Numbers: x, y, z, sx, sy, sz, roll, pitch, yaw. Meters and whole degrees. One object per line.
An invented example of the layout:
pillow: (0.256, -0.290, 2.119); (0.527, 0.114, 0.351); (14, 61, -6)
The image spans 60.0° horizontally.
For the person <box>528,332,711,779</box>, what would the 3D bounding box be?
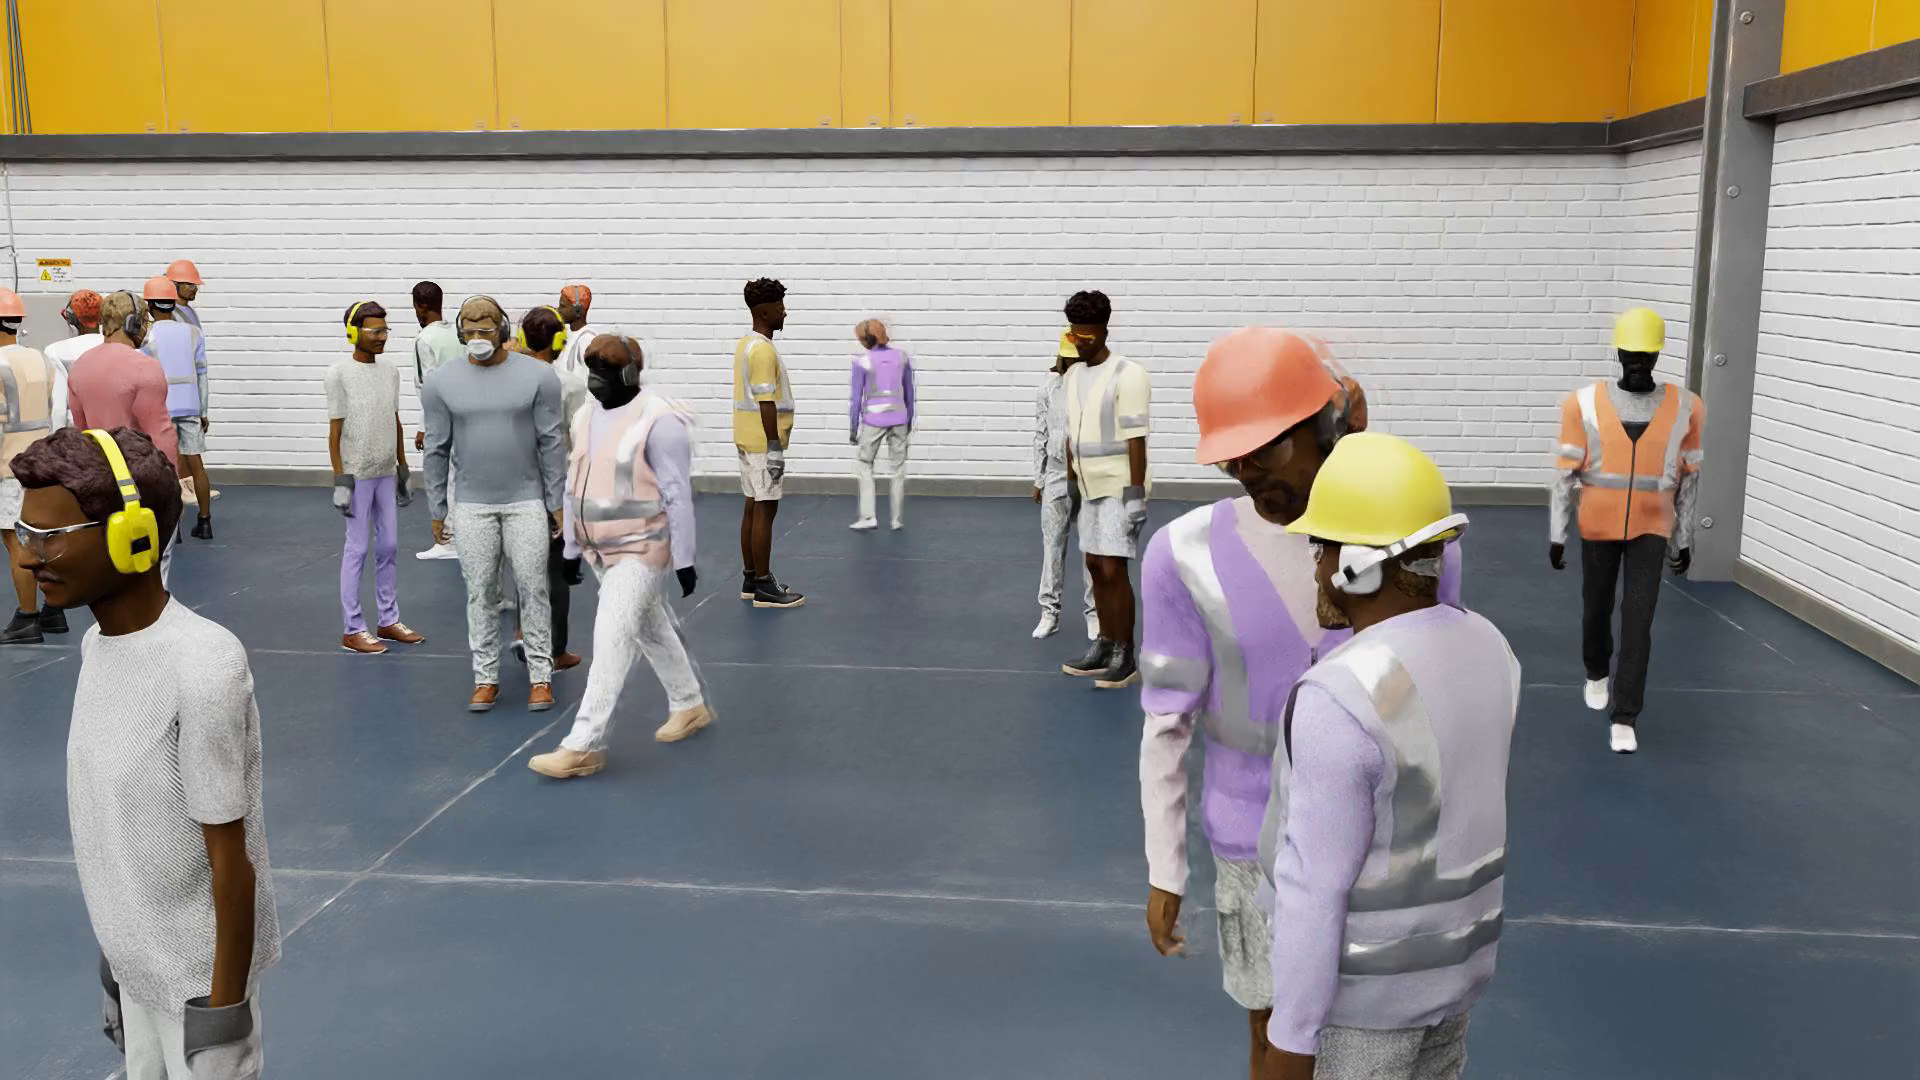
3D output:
person: (-1.402, 0.039, 6.908); (0.643, 1.793, 0.987); (9, 13, 42)

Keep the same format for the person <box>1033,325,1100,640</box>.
person: (0.630, -0.311, 9.071); (0.484, 1.735, 0.310); (2, 10, 12)

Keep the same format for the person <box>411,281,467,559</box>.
person: (-3.573, -0.823, 11.490); (0.390, 1.914, 0.587); (1, 10, 6)

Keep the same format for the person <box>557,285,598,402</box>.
person: (-2.665, -0.842, 11.686); (0.355, 1.882, 0.575); (-4, 11, -22)

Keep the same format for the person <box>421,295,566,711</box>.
person: (-2.138, -0.161, 7.675); (0.638, 1.927, 0.391); (-2, 10, -10)

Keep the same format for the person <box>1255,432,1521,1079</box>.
person: (0.712, 0.727, 2.875); (0.403, 1.828, 0.600); (9, 14, 43)

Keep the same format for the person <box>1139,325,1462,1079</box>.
person: (0.677, 0.578, 3.245); (0.670, 1.991, 0.496); (1, 10, 3)

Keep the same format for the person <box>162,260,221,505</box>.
person: (-6.469, -1.318, 13.957); (0.392, 2.039, 0.615); (-1, 10, -5)

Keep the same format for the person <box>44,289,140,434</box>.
person: (-5.371, -0.613, 10.377); (0.355, 1.883, 0.575); (9, 13, 42)

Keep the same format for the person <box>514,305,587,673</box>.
person: (-2.074, -0.240, 8.322); (0.560, 1.855, 0.415); (3, 10, 14)

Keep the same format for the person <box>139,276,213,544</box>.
person: (-5.741, -0.940, 12.087); (0.379, 1.937, 0.548); (8, 13, 39)

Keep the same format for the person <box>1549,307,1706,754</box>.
person: (2.931, -0.087, 7.353); (0.603, 1.896, 0.936); (3, 10, 19)

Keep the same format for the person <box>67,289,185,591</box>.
person: (-4.067, -0.258, 8.191); (0.627, 1.936, 0.371); (5, 11, 26)

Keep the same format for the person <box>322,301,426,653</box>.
person: (-3.123, -0.332, 8.834); (0.327, 1.862, 0.511); (5, 11, 27)

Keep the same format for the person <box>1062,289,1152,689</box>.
person: (0.684, -0.245, 8.123); (0.454, 1.946, 0.683); (-6, 12, -31)

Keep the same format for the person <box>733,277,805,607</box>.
person: (-1.171, -0.584, 9.967); (0.366, 1.967, 0.603); (-3, 10, -19)

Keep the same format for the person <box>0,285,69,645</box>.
person: (-5.126, -0.402, 9.007); (0.358, 1.938, 0.545); (1, 10, 5)

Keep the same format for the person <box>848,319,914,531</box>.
person: (-0.580, -0.857, 12.561); (0.566, 1.616, 0.367); (-5, 11, -27)

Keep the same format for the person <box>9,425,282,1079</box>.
person: (-1.284, 0.742, 2.710); (0.510, 1.855, 0.324); (9, 13, 41)
